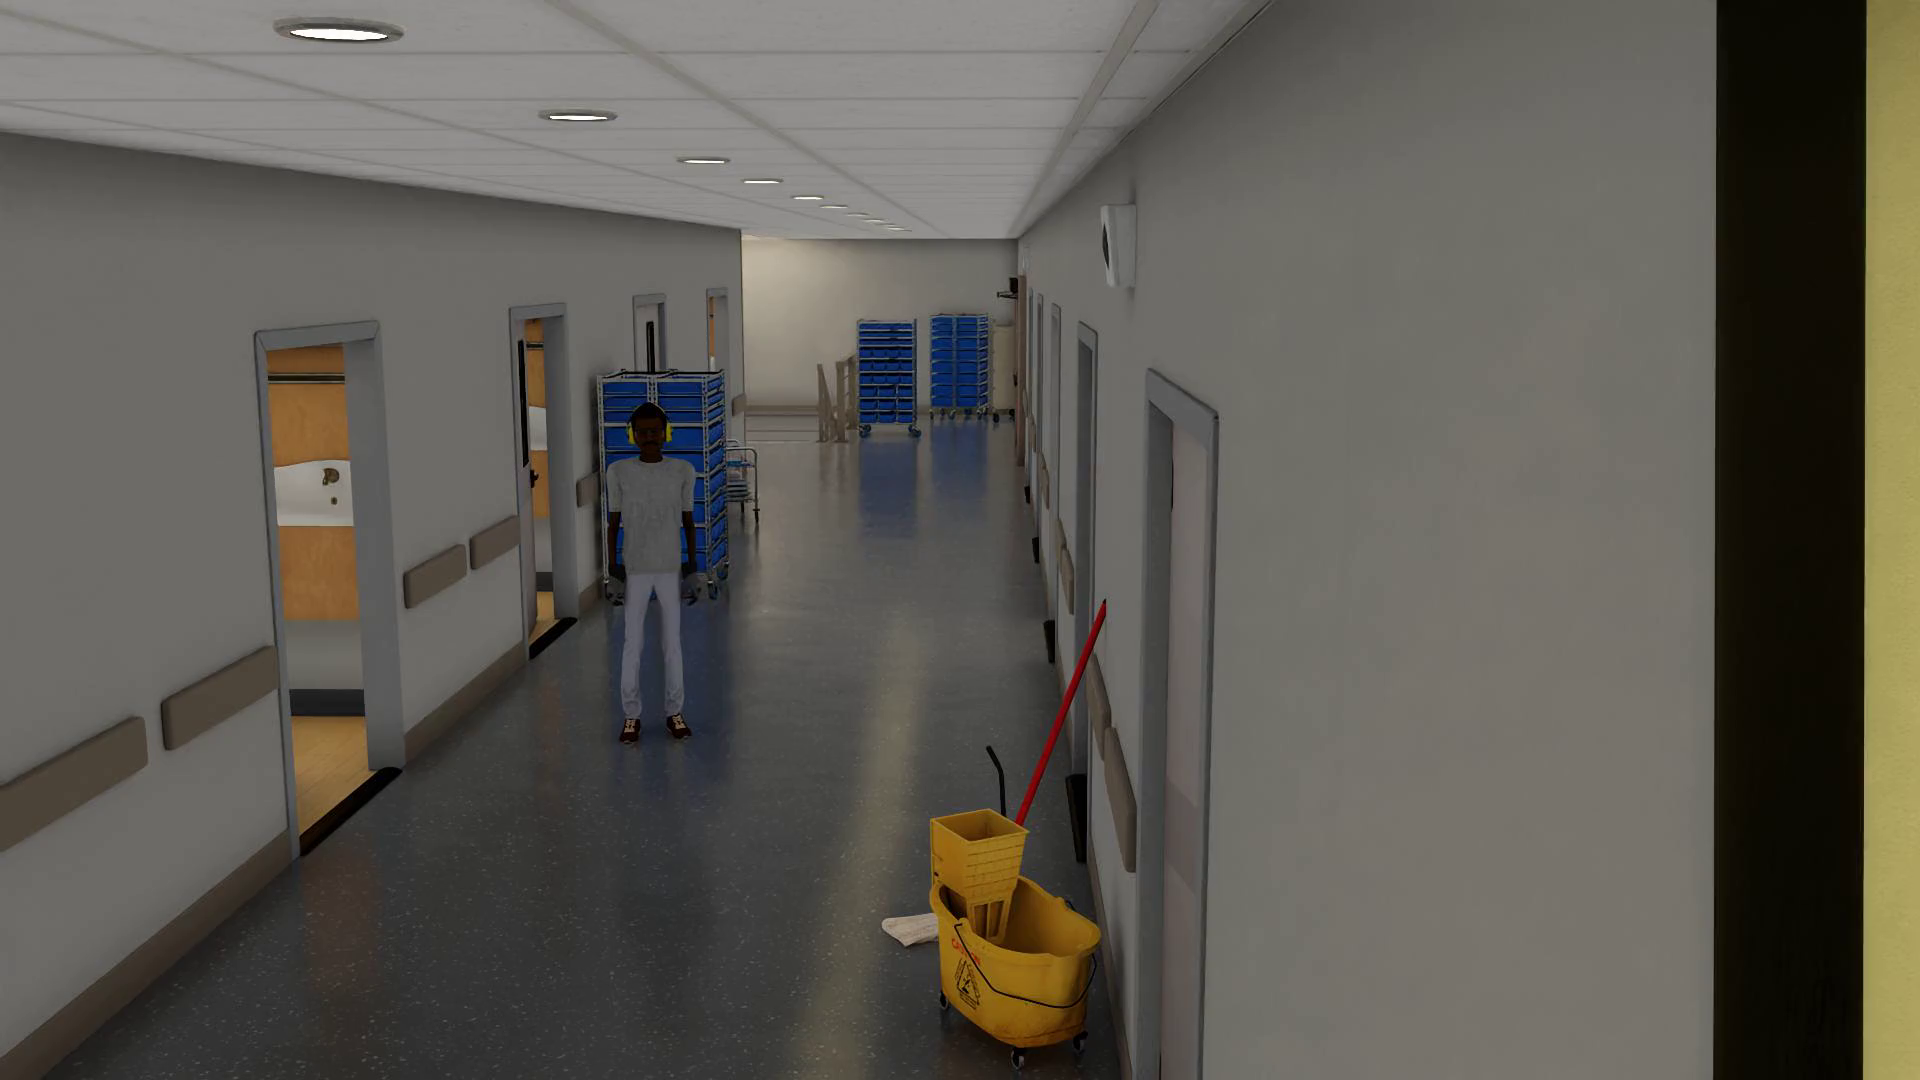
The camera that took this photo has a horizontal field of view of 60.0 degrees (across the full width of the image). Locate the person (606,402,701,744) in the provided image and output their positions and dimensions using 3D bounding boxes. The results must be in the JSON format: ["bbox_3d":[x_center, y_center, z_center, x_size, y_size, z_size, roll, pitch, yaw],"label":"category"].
[{"bbox_3d":[-1.680,0.181,9.110,0.510,1.867,0.329,-3,10,-16],"label":"person"}]
